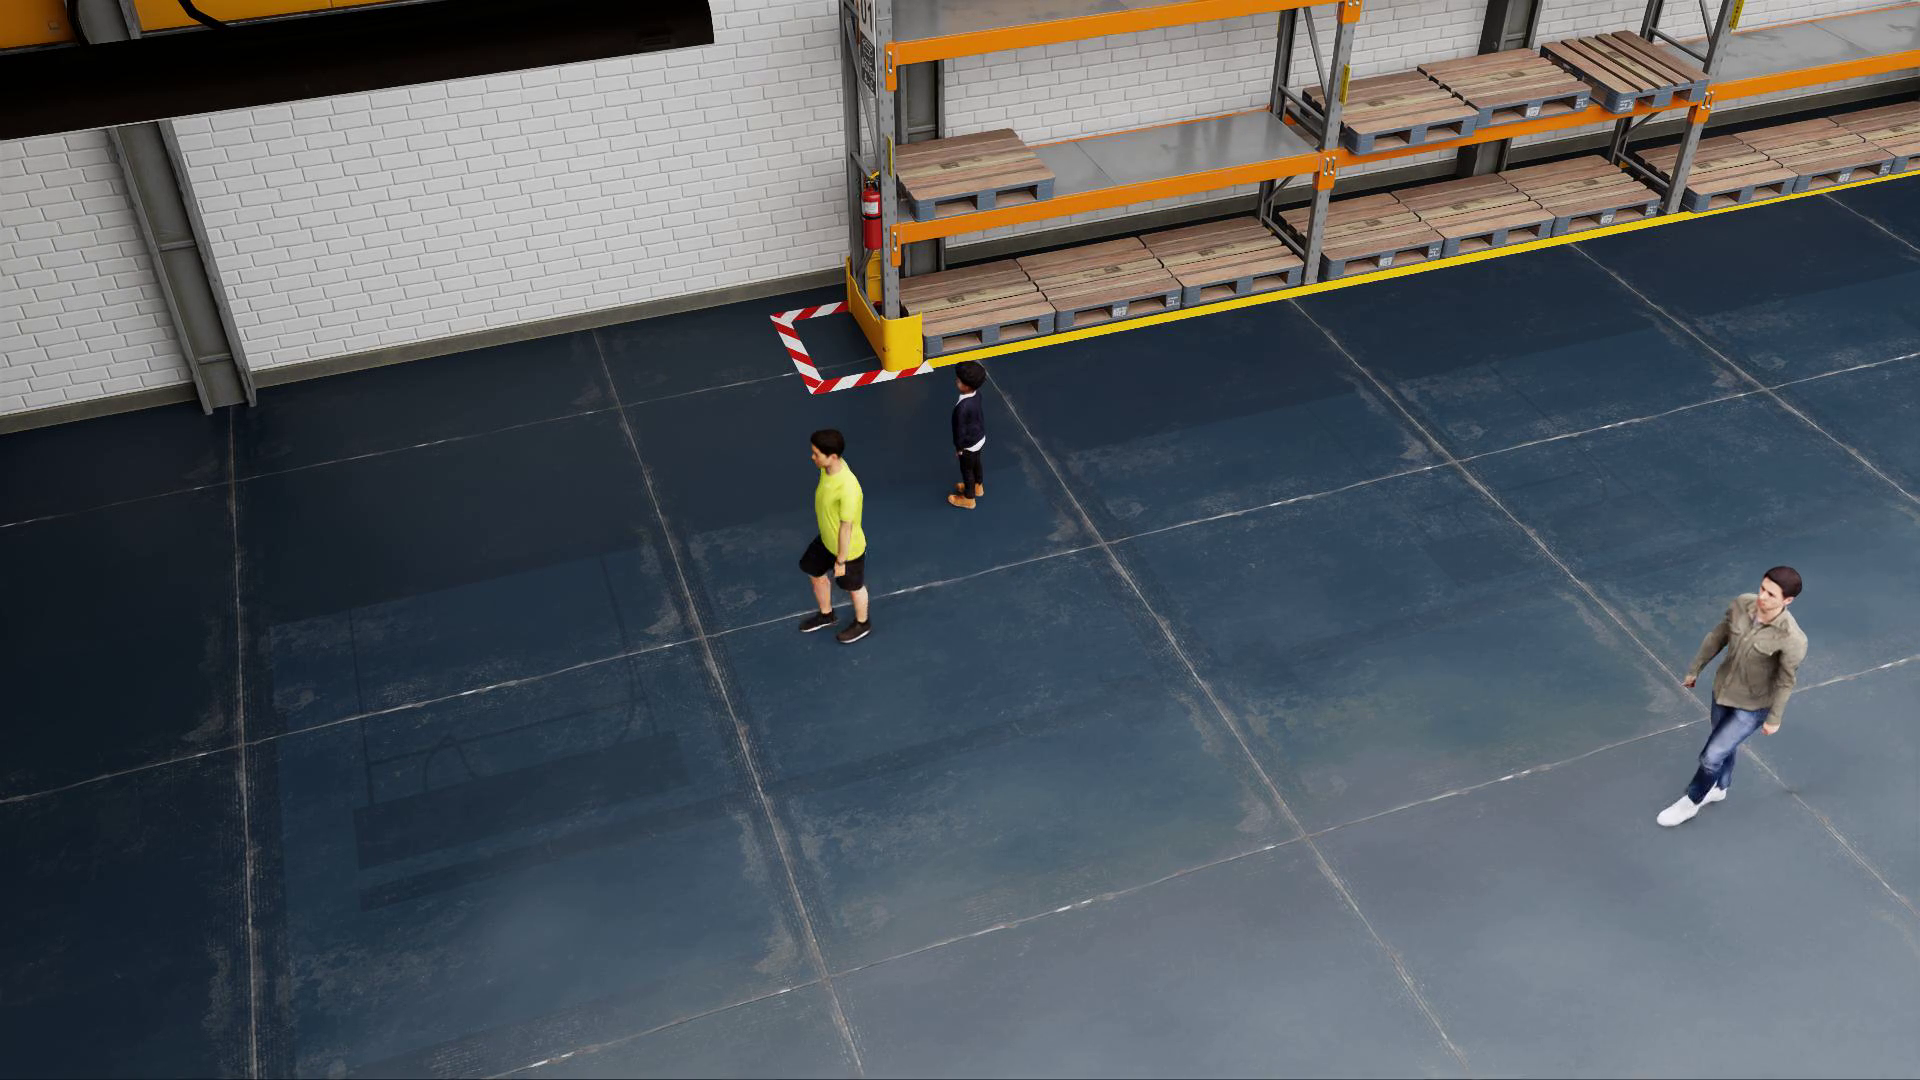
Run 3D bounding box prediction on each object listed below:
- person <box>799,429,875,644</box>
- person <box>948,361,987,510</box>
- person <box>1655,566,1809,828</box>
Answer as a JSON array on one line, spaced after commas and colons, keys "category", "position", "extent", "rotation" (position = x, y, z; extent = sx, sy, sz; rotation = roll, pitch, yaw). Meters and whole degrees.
[{"category": "person", "position": [-0.717, -0.040, 10.935], "extent": [0.749, 1.694, 0.703], "rotation": [-21, 43, -25]}, {"category": "person", "position": [0.077, -0.788, 12.248], "extent": [0.637, 1.224, 0.574], "rotation": [17, 42, 21]}, {"category": "person", "position": [4.616, 0.880, 9.659], "extent": [0.799, 1.849, 0.730], "rotation": [-11, 40, -14]}]
